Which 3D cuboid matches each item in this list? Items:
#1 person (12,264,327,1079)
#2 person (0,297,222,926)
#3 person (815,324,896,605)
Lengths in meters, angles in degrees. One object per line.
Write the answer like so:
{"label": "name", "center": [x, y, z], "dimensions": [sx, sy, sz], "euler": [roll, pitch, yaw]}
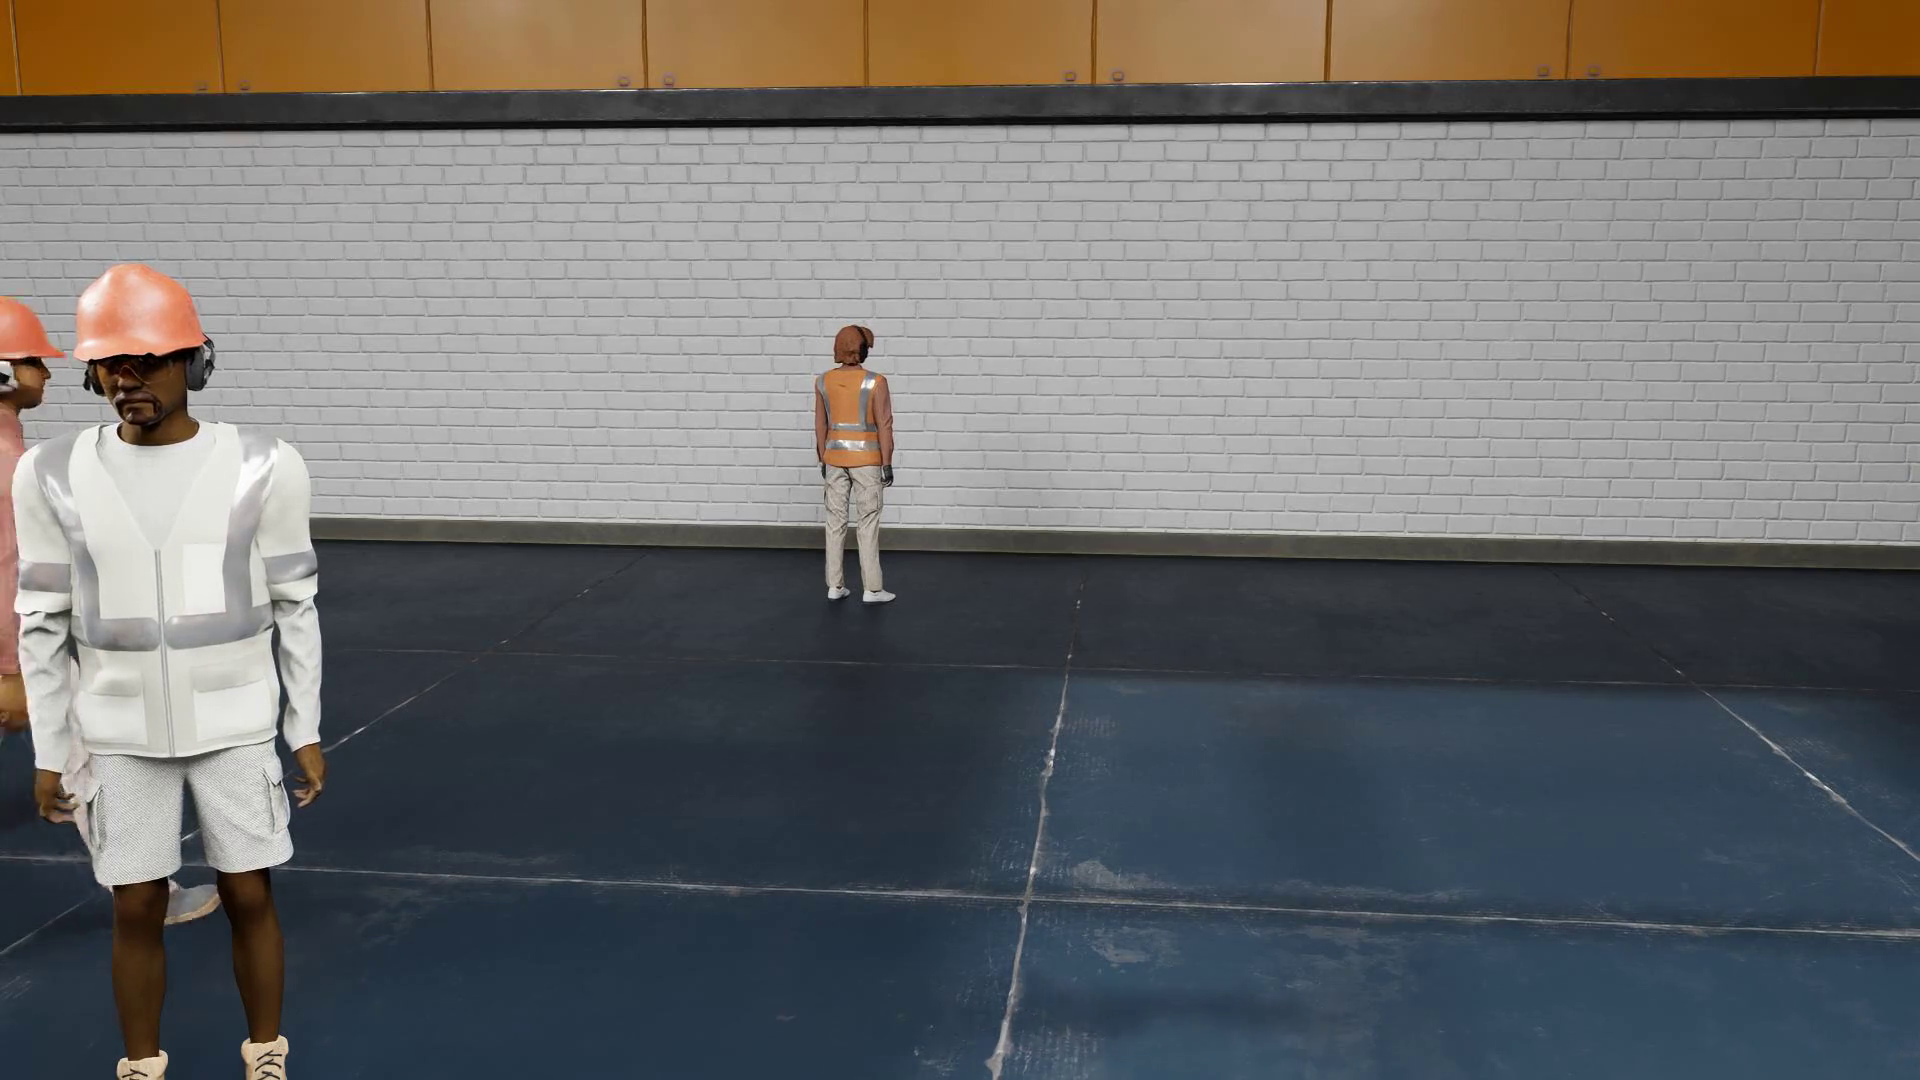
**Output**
{"label": "person", "center": [-1.736, 0.421, 3.696], "dimensions": [0.614, 2.040, 0.390], "euler": [-3, 10, -17]}
{"label": "person", "center": [-2.786, 0.281, 4.794], "dimensions": [0.621, 1.956, 1.026], "euler": [9, 14, 43]}
{"label": "person", "center": [-0.619, -0.436, 9.758], "dimensions": [0.514, 1.641, 0.309], "euler": [5, 11, 26]}
